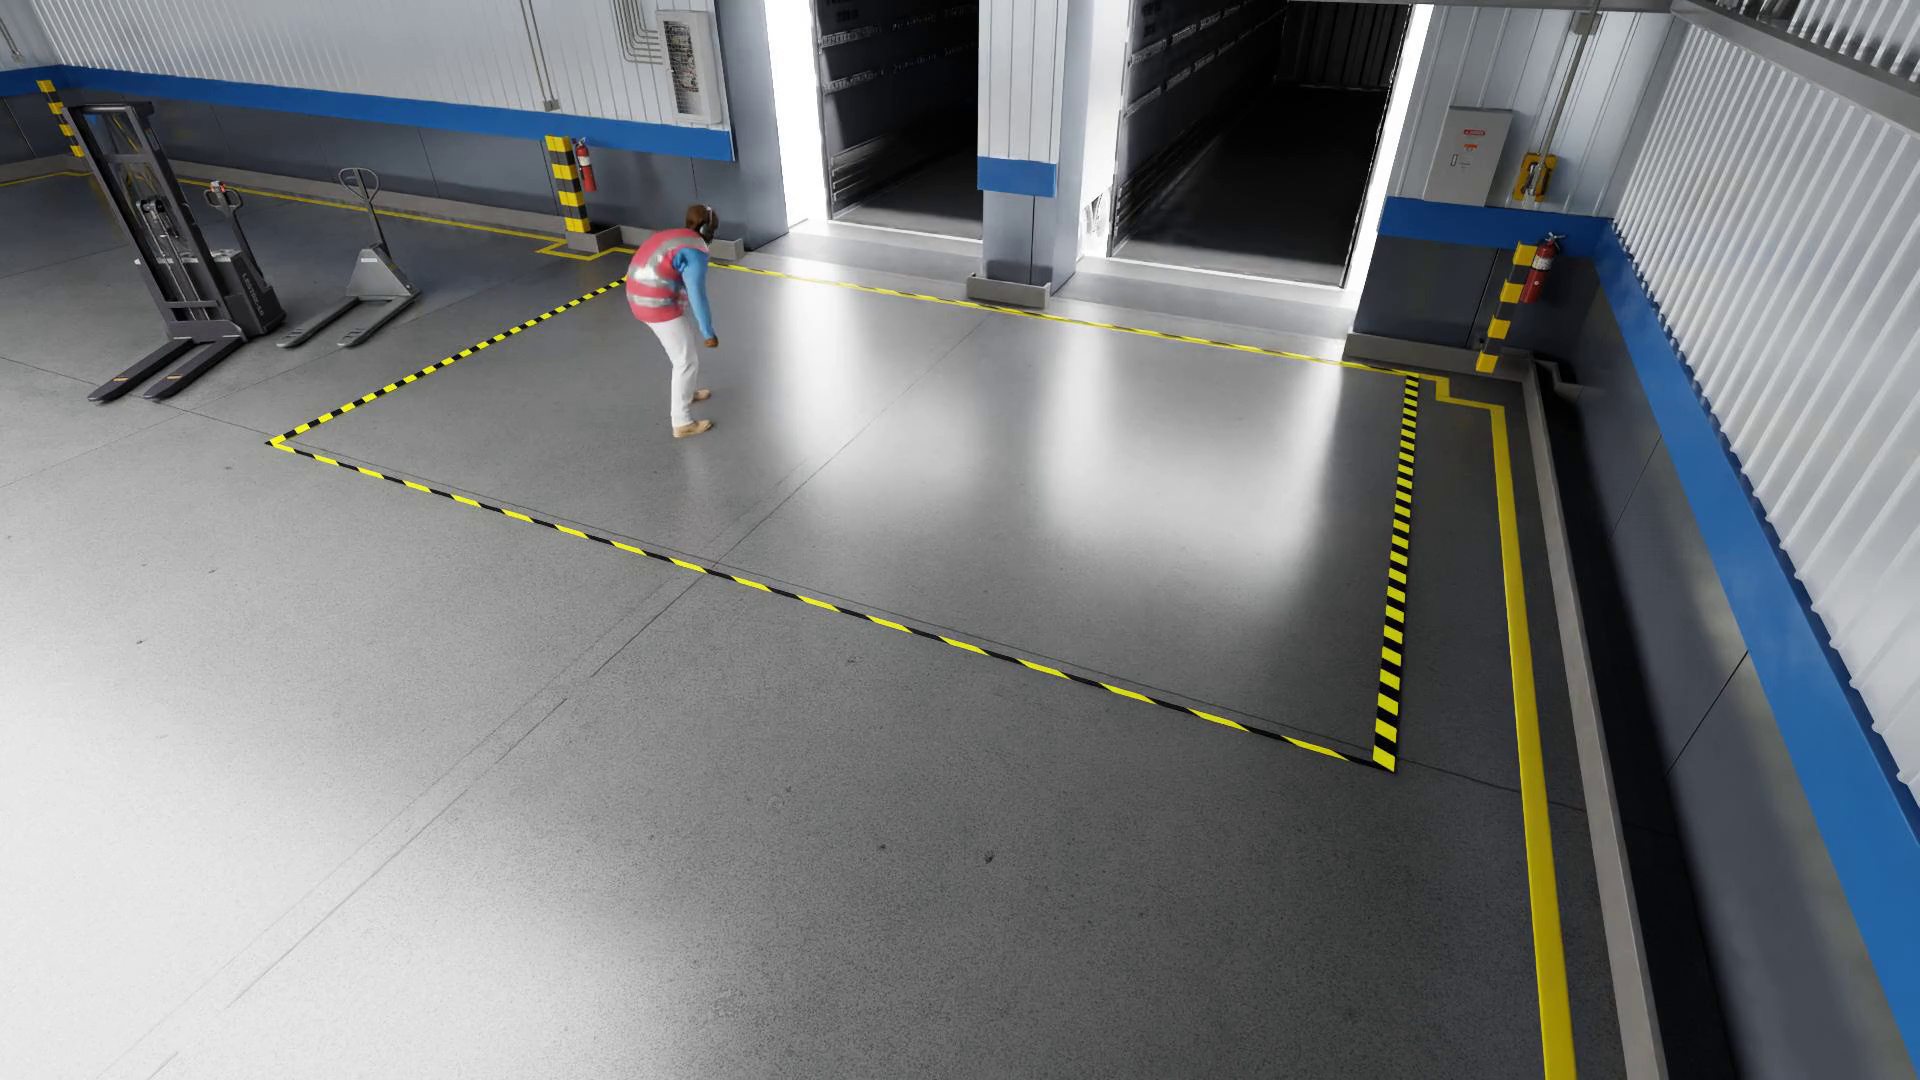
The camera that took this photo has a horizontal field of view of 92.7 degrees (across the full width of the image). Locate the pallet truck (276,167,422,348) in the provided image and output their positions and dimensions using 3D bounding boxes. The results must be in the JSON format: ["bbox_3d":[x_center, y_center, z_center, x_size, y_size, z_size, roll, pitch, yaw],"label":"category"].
[{"bbox_3d":[-5.732,-2.611,8.414,0.680,1.201,1.601,-1,35,-1],"label":"pallet truck"}]

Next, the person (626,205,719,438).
[{"bbox_3d":[-2.031,-1.653,6.832,0.802,1.507,0.835,-23,41,-29],"label":"person"}]

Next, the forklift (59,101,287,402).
[{"bbox_3d":[-6.686,-2.387,7.434,0.823,1.965,1.885,-3,35,-5],"label":"forklift"}]
